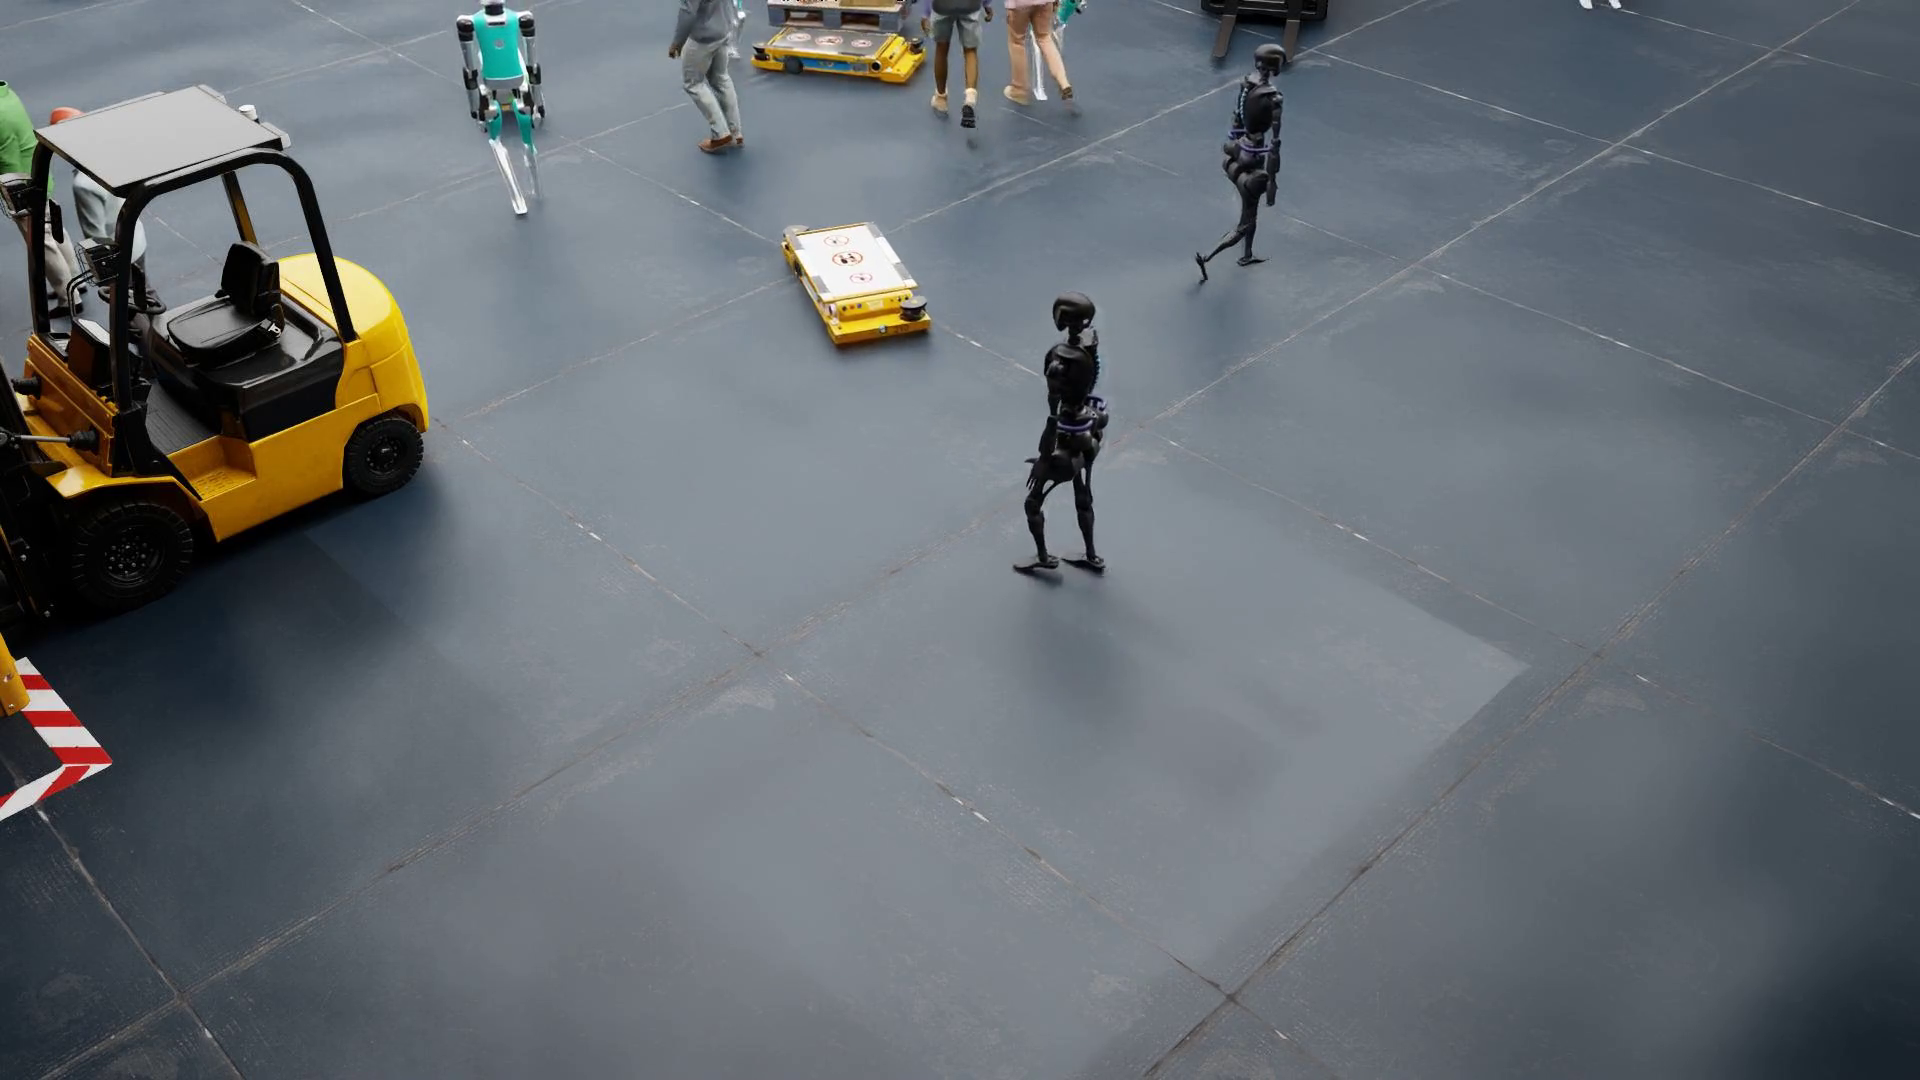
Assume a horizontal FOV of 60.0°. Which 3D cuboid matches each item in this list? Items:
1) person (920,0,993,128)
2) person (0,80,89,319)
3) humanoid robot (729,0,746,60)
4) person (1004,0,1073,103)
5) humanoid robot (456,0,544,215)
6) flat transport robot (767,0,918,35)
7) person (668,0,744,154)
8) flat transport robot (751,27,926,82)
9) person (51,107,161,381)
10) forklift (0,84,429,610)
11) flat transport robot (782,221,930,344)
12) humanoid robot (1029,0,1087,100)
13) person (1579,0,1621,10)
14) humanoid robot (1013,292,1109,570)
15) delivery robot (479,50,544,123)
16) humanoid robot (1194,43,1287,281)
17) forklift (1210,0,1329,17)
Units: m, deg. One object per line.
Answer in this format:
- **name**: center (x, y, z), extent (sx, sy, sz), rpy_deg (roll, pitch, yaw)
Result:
- **person**: center (-0.022, -4.278, 13.272), extent (0.623, 2.008, 0.844), rpy_deg (-5, 37, -7)
- **person**: center (-6.101, -2.305, 10.829), extent (0.388, 1.778, 0.548), rpy_deg (-10, 38, -13)
- **humanoid robot**: center (-2.109, -4.932, 14.301), extent (0.537, 1.715, 0.719), rpy_deg (-20, 41, -24)
- **person**: center (0.628, -4.409, 13.655), extent (0.557, 1.754, 0.616), rpy_deg (-20, 41, -25)
- **humanoid robot**: center (-3.286, -3.138, 12.067), extent (0.542, 1.900, 0.723), rpy_deg (-11, 38, -14)
- **flat transport robot**: center (-1.057, -4.790, 15.409), extent (0.659, 0.231, 1.431), rpy_deg (6, 37, 8)
- **person**: center (-1.933, -3.891, 12.853), extent (0.404, 1.928, 0.676), rpy_deg (10, 38, 13)
- **flat transport robot**: center (-1.079, -4.337, 14.802), extent (1.431, 0.231, 0.659), rpy_deg (9, 38, 12)
- **person**: center (-5.182, -1.807, 10.186), extent (0.345, 1.740, 0.573), rpy_deg (-2, 37, -3)
- **forklift**: center (-4.145, -1.093, 8.856), extent (2.313, 2.155, 1.214), rpy_deg (-31, 47, -34)
- **flat transport robot**: center (-0.735, -1.799, 11.404), extent (0.659, 0.231, 1.431), rpy_deg (-12, 38, -15)
- **humanoid robot**: center (0.759, -4.622, 13.974), extent (0.533, 1.796, 0.818), rpy_deg (-14, 39, -18)
- **person**: center (6.248, -5.828, 15.664), extent (0.522, 1.625, 0.319), rpy_deg (1, 37, 1)
- **humanoid robot**: center (0.529, -0.540, 8.543), extent (0.561, 1.644, 0.597), rpy_deg (17, 40, 21)
- **delivery robot**: center (-3.800, -3.863, 13.909), extent (0.499, 0.570, 0.750), rpy_deg (-12, 38, -16)
- **humanoid robot**: center (1.899, -2.568, 11.277), extent (0.642, 1.635, 0.608), rpy_deg (-13, 39, -17)
- **forklift**: center (3.106, -6.400, 15.960), extent (1.214, 2.155, 2.313), rpy_deg (8, 37, 10)
